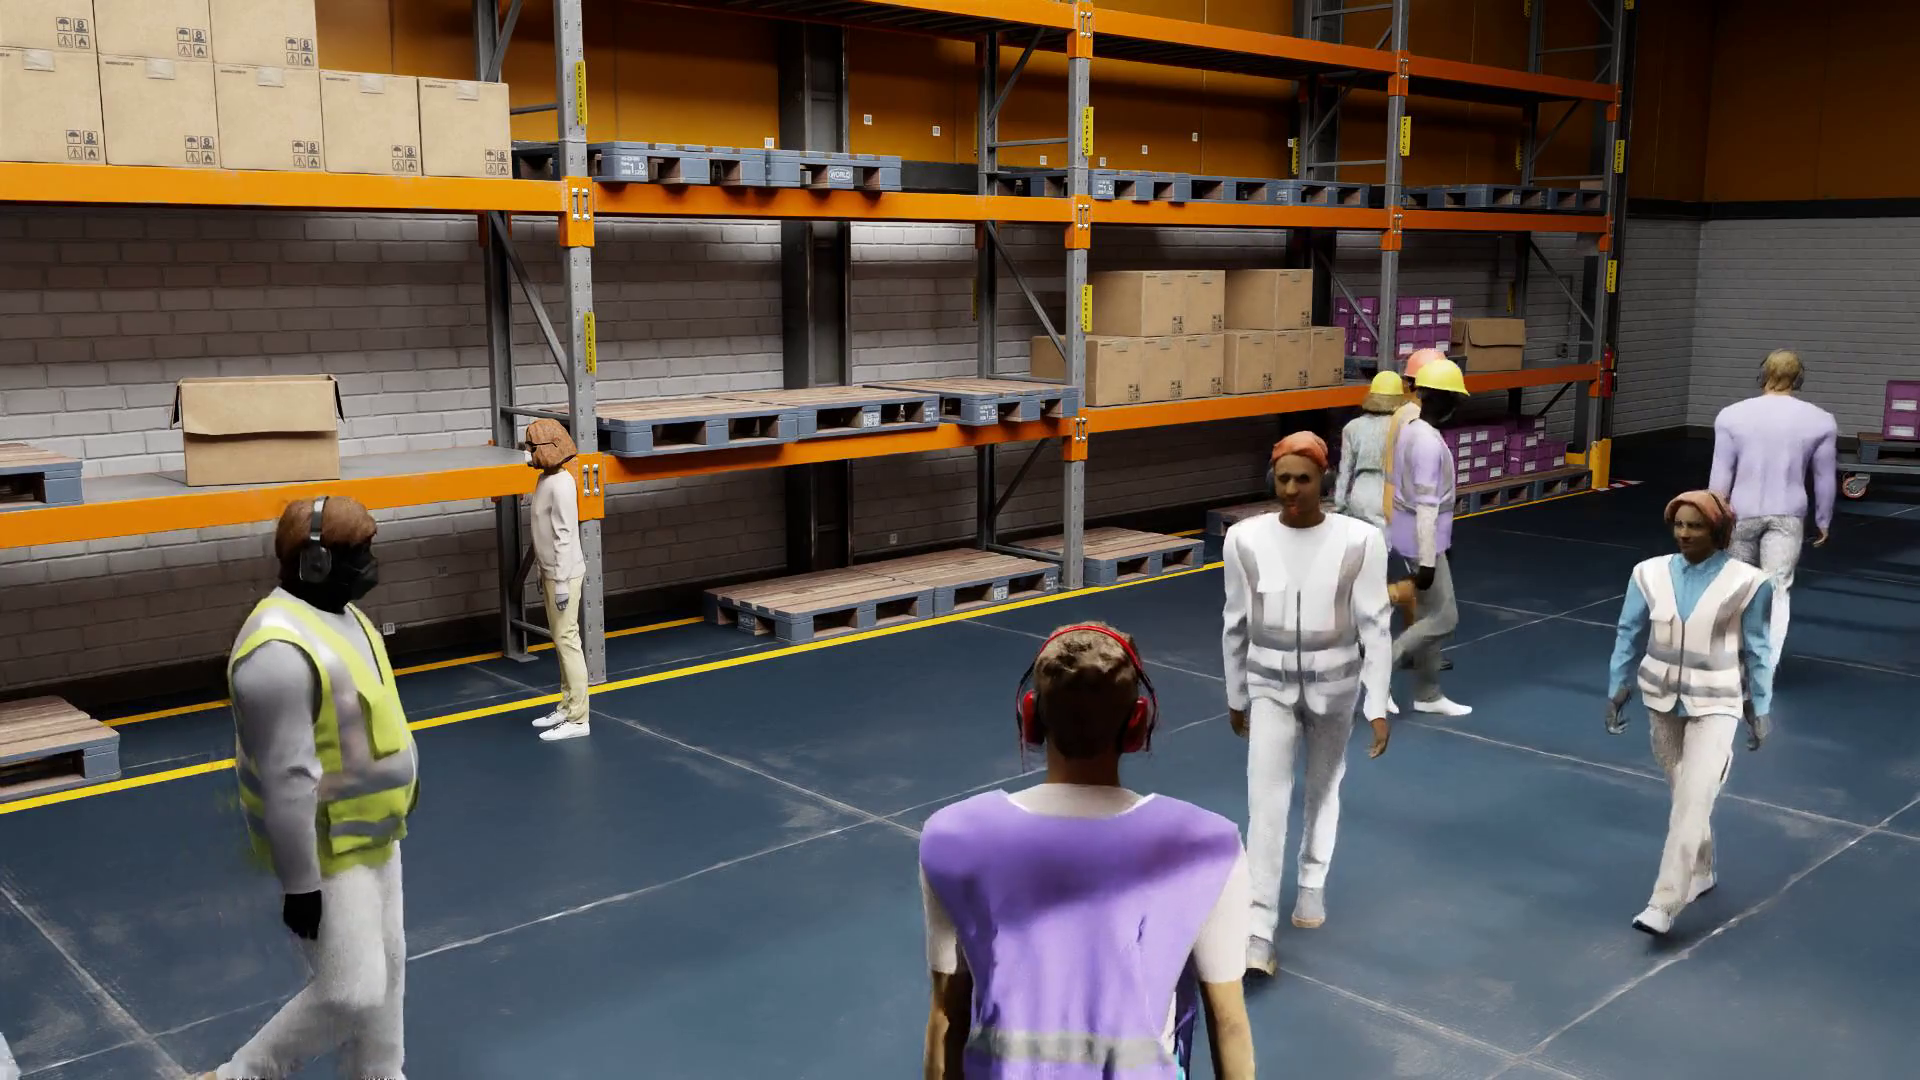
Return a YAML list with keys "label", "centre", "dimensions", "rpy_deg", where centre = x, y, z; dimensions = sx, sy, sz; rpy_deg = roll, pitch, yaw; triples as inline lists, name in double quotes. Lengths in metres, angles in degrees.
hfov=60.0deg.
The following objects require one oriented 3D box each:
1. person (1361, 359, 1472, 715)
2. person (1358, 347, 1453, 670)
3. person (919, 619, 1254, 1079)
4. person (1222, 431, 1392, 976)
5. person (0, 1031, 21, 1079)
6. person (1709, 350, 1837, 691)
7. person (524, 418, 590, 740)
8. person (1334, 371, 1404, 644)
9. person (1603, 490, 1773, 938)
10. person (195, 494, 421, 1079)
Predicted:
- label: "person"
  centre: [2.424, 0.007, 8.692]
  dimensions: [0.562, 1.904, 0.600]
  rpy_deg: [1, 10, 7]
- label: "person"
  centre: [2.561, -0.164, 9.686]
  dimensions: [0.634, 1.916, 0.546]
  rpy_deg: [1, 10, 9]
- label: "person"
  centre: [0.213, 1.048, 2.881]
  dimensions: [0.578, 1.817, 0.857]
  rpy_deg: [2, 10, 9]
- label: "person"
  centre: [1.181, 0.546, 5.749]
  dimensions: [0.597, 1.835, 0.972]
  rpy_deg: [3, 10, 17]
- label: "person"
  centre: [-2.228, 0.995, 3.676]
  dimensions: [0.867, 1.632, 0.578]
  rpy_deg: [-9, 13, -41]
- label: "person"
  centre: [4.656, -0.137, 9.567]
  dimensions: [0.653, 1.888, 0.990]
  rpy_deg: [5, 11, 25]
- label: "person"
  centre: [-2.040, 0.194, 8.419]
  dimensions: [0.277, 1.629, 0.497]
  rpy_deg: [-4, 10, -22]
- label: "person"
  centre: [2.707, -0.219, 10.599]
  dimensions: [0.516, 1.702, 0.853]
  rpy_deg: [9, 13, 41]
- label: "person"
  centre: [2.594, 0.616, 6.013]
  dimensions: [0.861, 1.589, 0.537]
  rpy_deg: [-9, 13, -42]
- label: "person"
  centre: [-1.663, 0.786, 4.344]
  dimensions: [0.583, 1.827, 0.646]
  rpy_deg: [-1, 10, -3]
